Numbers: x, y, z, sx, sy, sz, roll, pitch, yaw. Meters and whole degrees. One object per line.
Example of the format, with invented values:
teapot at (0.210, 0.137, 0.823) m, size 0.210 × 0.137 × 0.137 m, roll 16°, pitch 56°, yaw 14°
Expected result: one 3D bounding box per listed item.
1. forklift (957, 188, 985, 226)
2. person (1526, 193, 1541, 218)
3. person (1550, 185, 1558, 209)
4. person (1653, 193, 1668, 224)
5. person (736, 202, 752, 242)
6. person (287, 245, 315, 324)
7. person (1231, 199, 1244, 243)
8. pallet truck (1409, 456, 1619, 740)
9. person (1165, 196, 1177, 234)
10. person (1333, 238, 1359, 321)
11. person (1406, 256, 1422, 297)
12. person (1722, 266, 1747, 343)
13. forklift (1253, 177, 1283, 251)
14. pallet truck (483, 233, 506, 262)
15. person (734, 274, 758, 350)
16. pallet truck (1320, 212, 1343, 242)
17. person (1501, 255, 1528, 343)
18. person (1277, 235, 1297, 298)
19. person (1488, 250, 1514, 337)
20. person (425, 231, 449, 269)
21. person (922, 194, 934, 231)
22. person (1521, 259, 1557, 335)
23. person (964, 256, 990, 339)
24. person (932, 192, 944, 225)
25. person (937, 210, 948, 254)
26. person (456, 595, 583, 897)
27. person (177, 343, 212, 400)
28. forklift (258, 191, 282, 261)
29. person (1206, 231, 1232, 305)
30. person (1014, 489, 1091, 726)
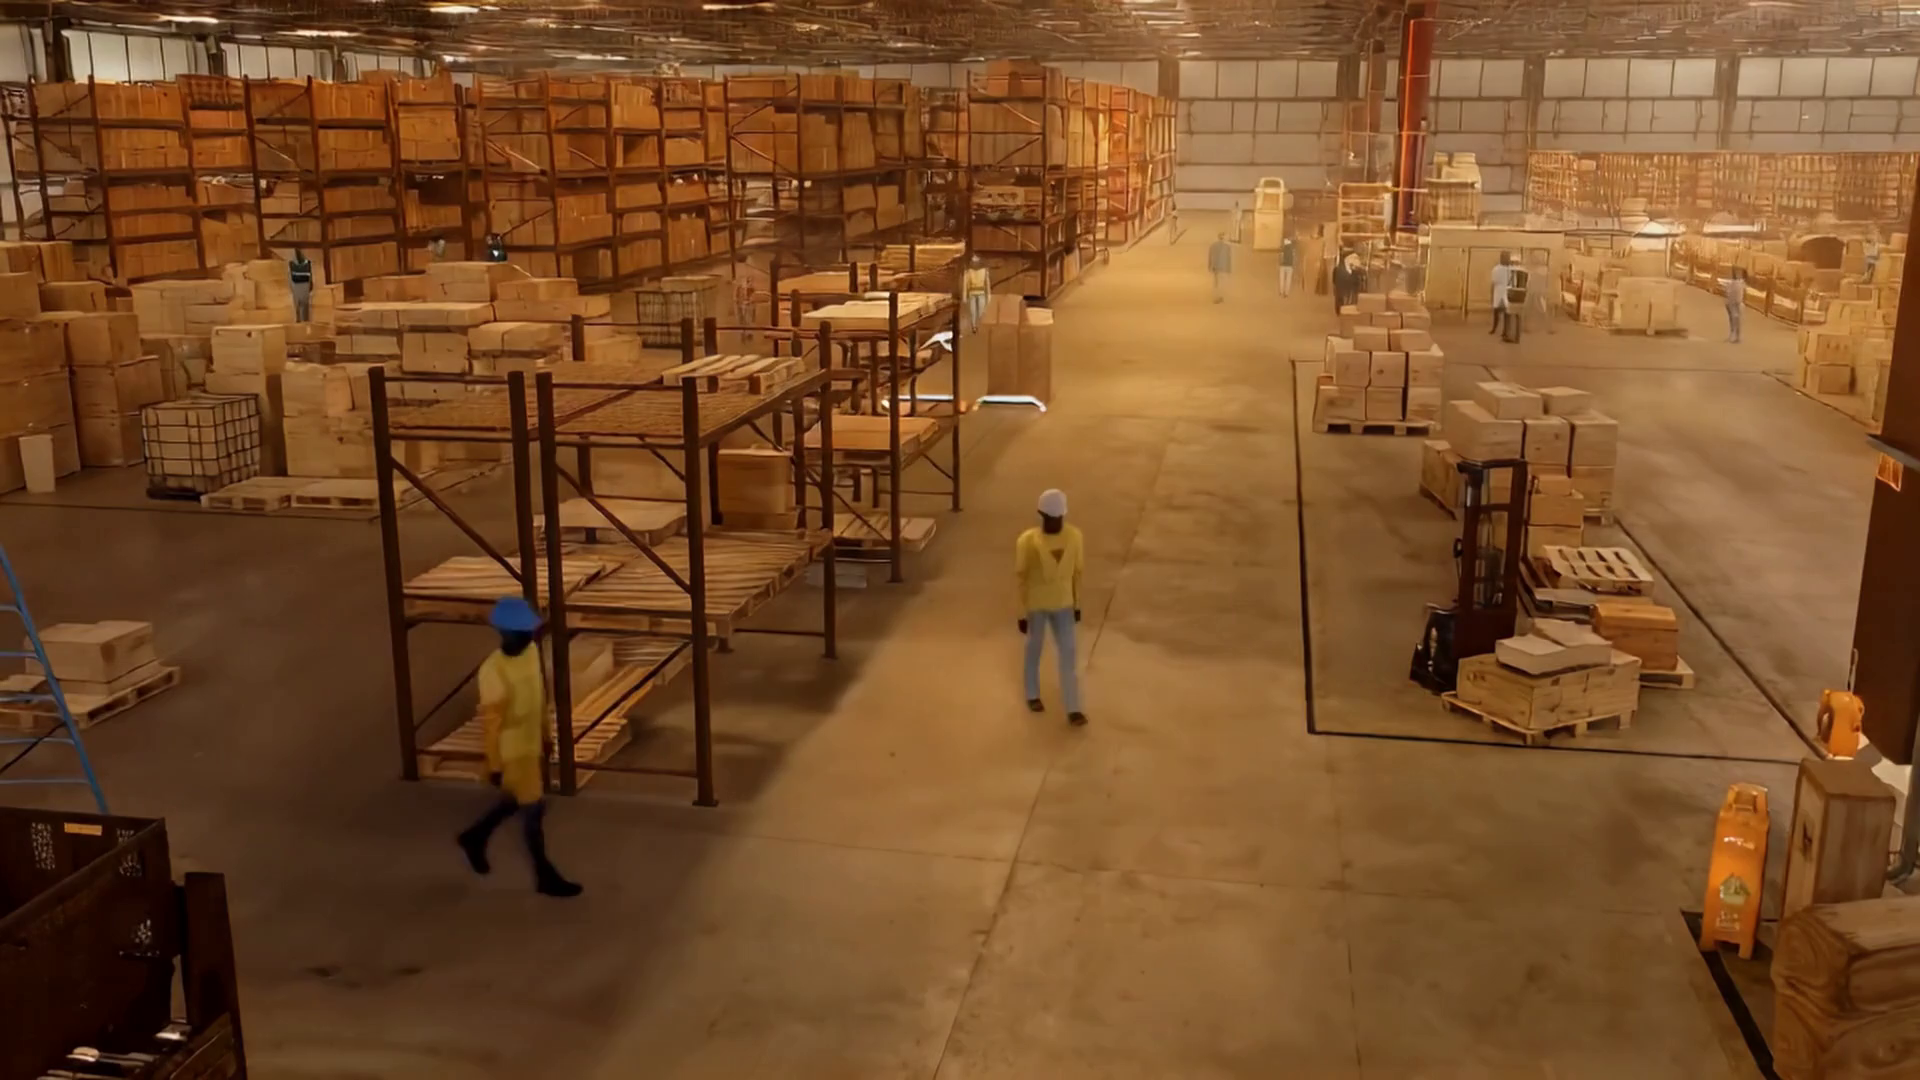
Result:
forklift at (0.402, -9.825, 53.094) m, size 1.129 × 2.768 × 1.873 m, roll 3°, pitch 14°, yaw 10°
person at (25.220, -14.278, 73.101) m, size 0.621 × 1.935 × 0.427 m, roll 6°, pitch 15°, yaw 22°
person at (31.452, -17.920, 88.087) m, size 0.396 × 1.847 × 0.564 m, roll -2°, pitch 14°, yaw -7°
person at (32.646, -15.248, 77.402) m, size 0.661 × 1.781 × 0.929 m, roll -2°, pitch 14°, yaw -7°
person at (-8.475, -12.199, 64.609) m, size 1.088 × 1.984 × 0.604 m, roll 2°, pitch 14°, yaw 9°
person at (-15.986, -6.198, 40.374) m, size 0.592 × 1.910 × 0.385 m, roll -13°, pitch 19°, yaw -42°
person at (11.603, -13.372, 69.681) m, size 0.404 × 1.826 × 0.592 m, roll -10°, pitch 17°, yaw -35°
pallet truck at (4.504, 0.400, 13.395) m, size 0.823 × 1.965 × 1.885 m, roll -6°, pitch 15°, yaw -23°
person at (9.641, -14.875, 76.070) m, size 0.553 × 1.663 × 0.769 m, roll 1°, pitch 14°, yaw 4°
person at (9.541, -6.396, 40.898) m, size 0.539 × 2.000 × 0.688 m, roll -11°, pitch 18°, yaw -39°
person at (11.114, -6.122, 40.656) m, size 0.335 × 1.621 × 0.500 m, roll 12°, pitch 18°, yaw 41°
person at (17.166, -5.210, 36.812) m, size 0.319 × 1.693 × 0.537 m, roll -1°, pitch 14°, yaw -3°
forklift at (12.083, -12.747, 64.956) m, size 1.129 × 2.768 × 1.873 m, roll 3°, pitch 14°, yaw 10°
pallet truck at (-11.832, -7.026, 43.548) m, size 1.885 × 1.965 × 0.823 m, roll 8°, pitch 16°, yaw 28°
person at (-4.612, -4.934, 35.833) m, size 0.521 × 1.622 × 0.644 m, roll -2°, pitch 14°, yaw -7°
pallet truck at (15.874, -13.227, 70.310) m, size 0.680 × 1.201 × 1.601 m, roll 10°, pitch 17°, yaw 35°
person at (12.245, -5.326, 36.765) m, size 0.547 × 1.938 × 0.379 m, roll -5°, pitch 15°, yaw -21°
person at (9.209, -7.702, 46.803) m, size 0.543 × 1.745 × 0.599 m, roll 3°, pitch 14°, yaw 10°
person at (12.384, -5.632, 37.949) m, size 0.612 × 1.965 × 0.361 m, roll 10°, pitch 17°, yaw 36°
person at (-14.981, -7.898, 47.504) m, size 0.657 × 1.789 × 0.959 m, roll 3°, pitch 14°, yaw 12°
person at (-1.443, -14.816, 75.515) m, size 0.602 × 1.830 × 0.404 m, roll -4°, pitch 14°, yaw -15°
person at (13.397, -5.605, 38.348) m, size 0.925 × 1.710 × 0.548 m, roll 12°, pitch 19°, yaw 41°
person at (0.378, -5.460, 37.447) m, size 0.605 × 1.870 × 0.453 m, roll -2°, pitch 14°, yaw -7°
person at (-1.042, -16.624, 82.579) m, size 0.629 × 1.961 × 0.799 m, roll 6°, pitch 15°, yaw 22°
person at (-0.527, -11.619, 62.852) m, size 0.655 × 1.669 × 0.532 m, roll -2°, pitch 14°, yaw -6°
person at (-2.769, 1.239, 10.185) m, size 0.846 × 1.915 × 0.551 m, roll 4°, pitch 14°, yaw 14°
person at (-10.981, -2.040, 24.083) m, size 0.624 × 1.613 × 0.528 m, roll 8°, pitch 16°, yaw 30°
forklift at (-20.178, -9.066, 50.013) m, size 1.129 × 2.768 × 1.873 m, roll 3°, pitch 14°, yaw 10°
person at (6.955, -7.327, 44.842) m, size 0.643 × 1.965 × 0.796 m, roll 10°, pitch 17°, yaw 34°
person at (0.733, 0.530, 13.096) m, size 0.616 × 1.881 × 0.924 m, roll -5°, pitch 15°, yaw -19°
